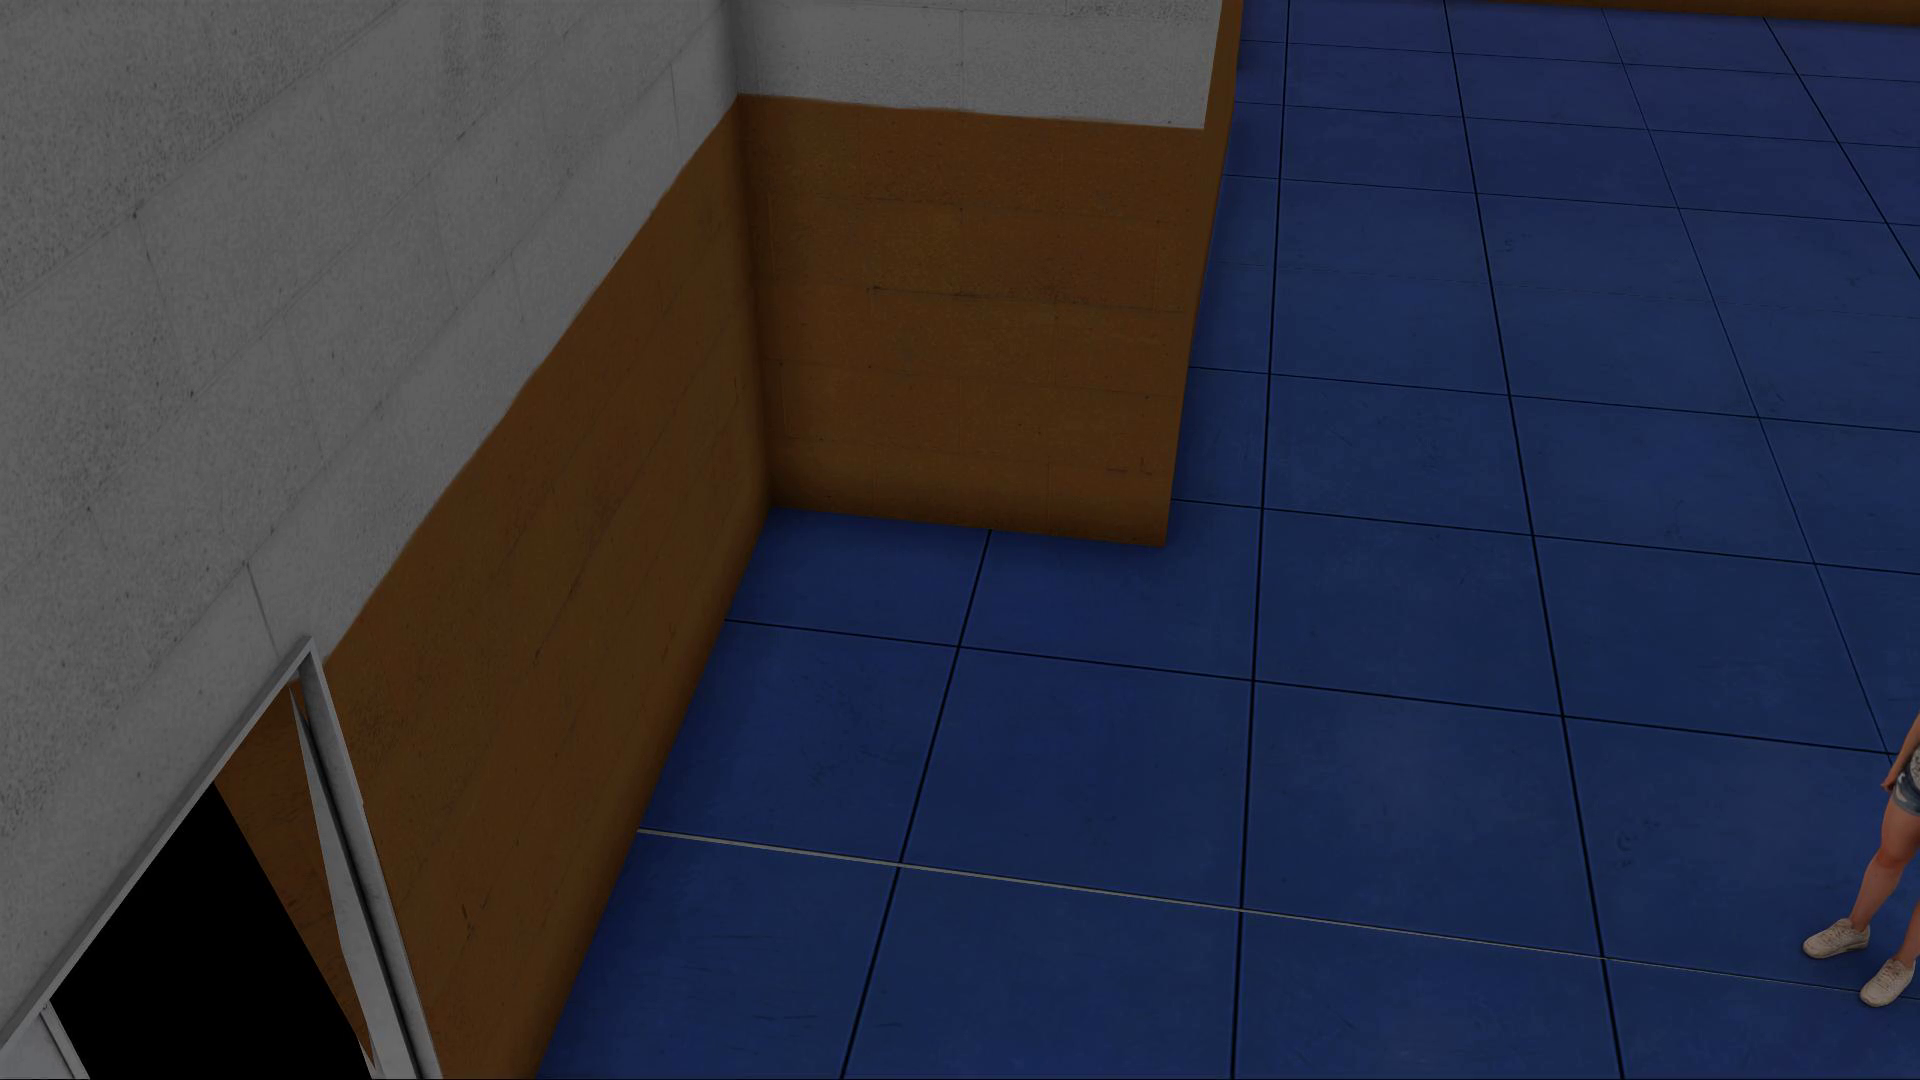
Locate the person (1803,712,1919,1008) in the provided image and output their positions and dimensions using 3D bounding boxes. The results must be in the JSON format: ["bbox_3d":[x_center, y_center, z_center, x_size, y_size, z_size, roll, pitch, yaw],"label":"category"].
[{"bbox_3d":[3.355,0.875,5.619,0.689,1.759,0.652,-17,40,-21],"label":"person"}]
